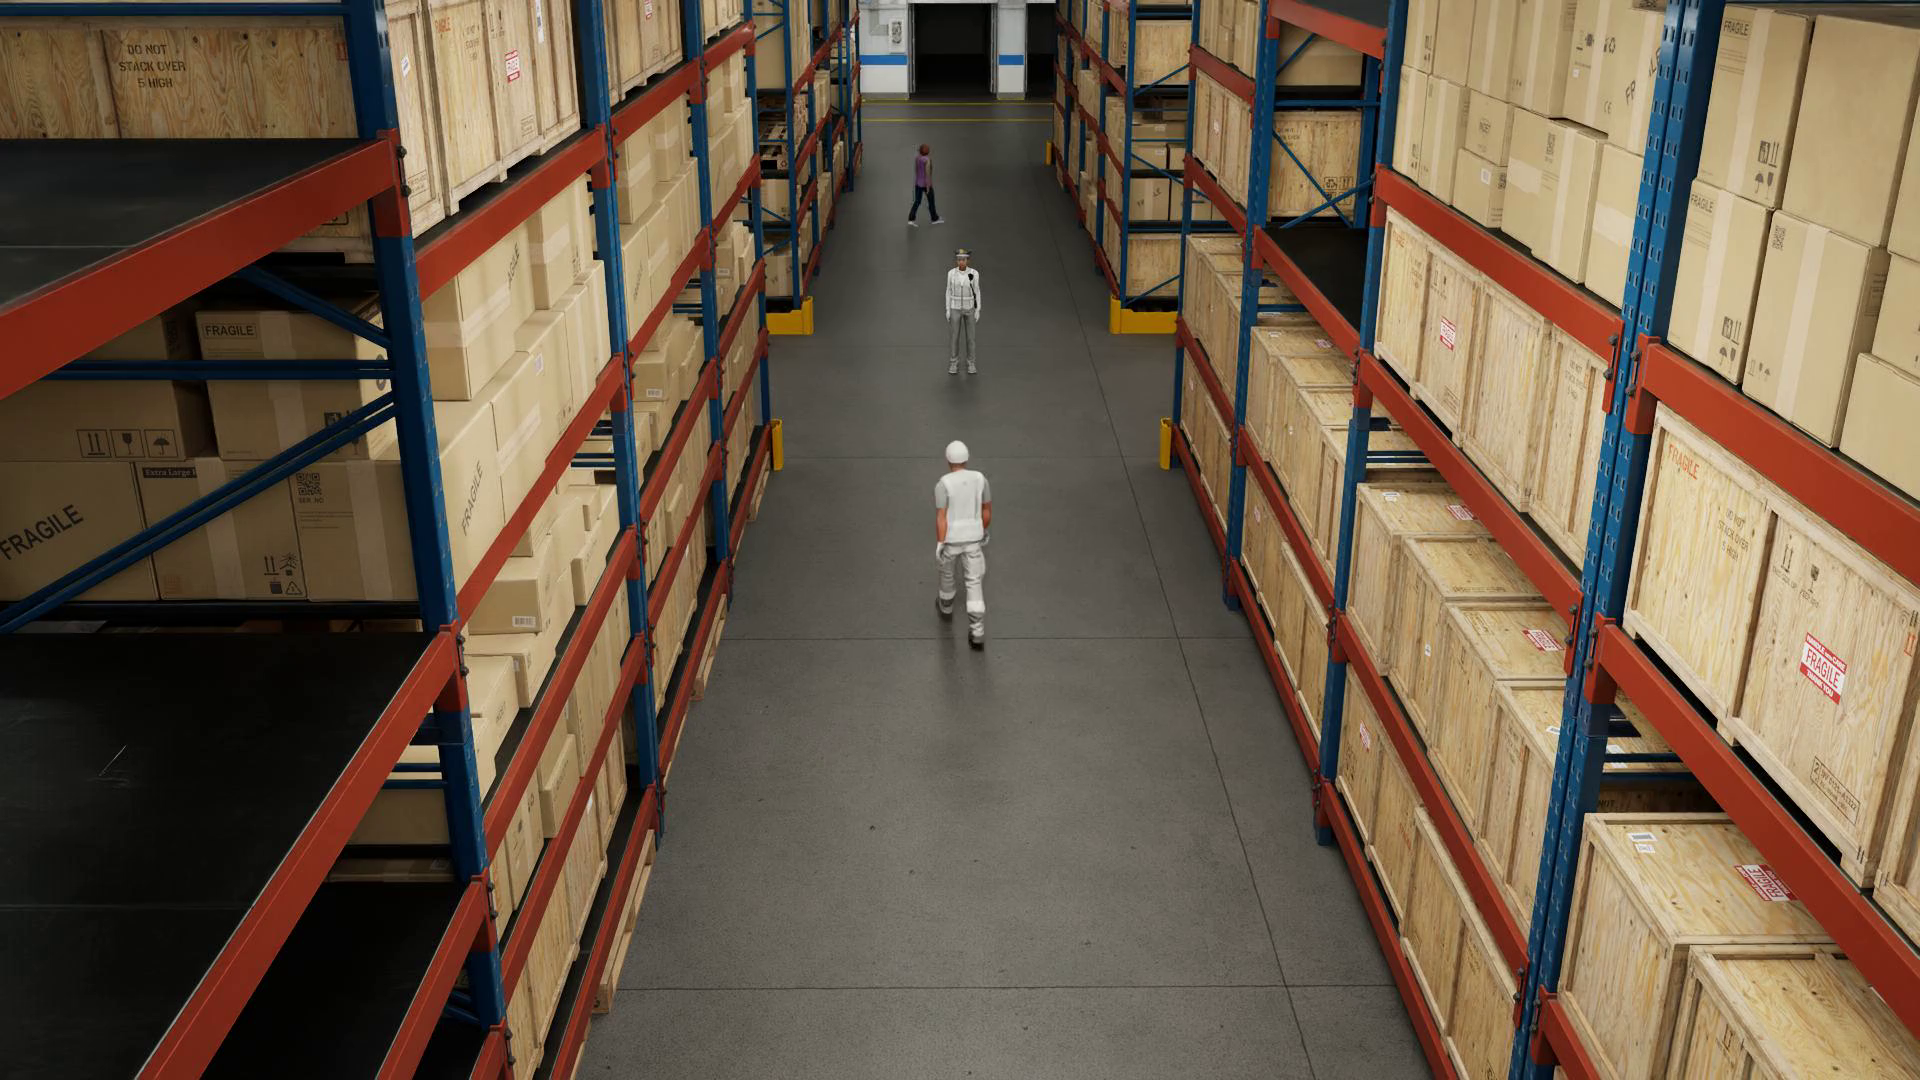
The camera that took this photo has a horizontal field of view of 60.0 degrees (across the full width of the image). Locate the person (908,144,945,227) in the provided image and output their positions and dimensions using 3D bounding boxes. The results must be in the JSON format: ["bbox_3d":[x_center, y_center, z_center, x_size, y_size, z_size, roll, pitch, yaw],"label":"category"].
[{"bbox_3d":[-0.673,-6.870,32.166,0.468,1.568,0.886,18,28,39],"label":"person"}]

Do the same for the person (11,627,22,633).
[{"bbox_3d":[-8.325,0.162,14.265,0.493,1.652,0.907,-2,22,-5],"label":"person"}]

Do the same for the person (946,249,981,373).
[{"bbox_3d":[0.042,-3.108,22.500,0.473,1.689,0.358,1,22,2],"label":"person"}]

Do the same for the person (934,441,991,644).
[{"bbox_3d":[0.016,-0.027,14.602,0.569,1.740,1.042,-5,22,-13],"label":"person"}]
